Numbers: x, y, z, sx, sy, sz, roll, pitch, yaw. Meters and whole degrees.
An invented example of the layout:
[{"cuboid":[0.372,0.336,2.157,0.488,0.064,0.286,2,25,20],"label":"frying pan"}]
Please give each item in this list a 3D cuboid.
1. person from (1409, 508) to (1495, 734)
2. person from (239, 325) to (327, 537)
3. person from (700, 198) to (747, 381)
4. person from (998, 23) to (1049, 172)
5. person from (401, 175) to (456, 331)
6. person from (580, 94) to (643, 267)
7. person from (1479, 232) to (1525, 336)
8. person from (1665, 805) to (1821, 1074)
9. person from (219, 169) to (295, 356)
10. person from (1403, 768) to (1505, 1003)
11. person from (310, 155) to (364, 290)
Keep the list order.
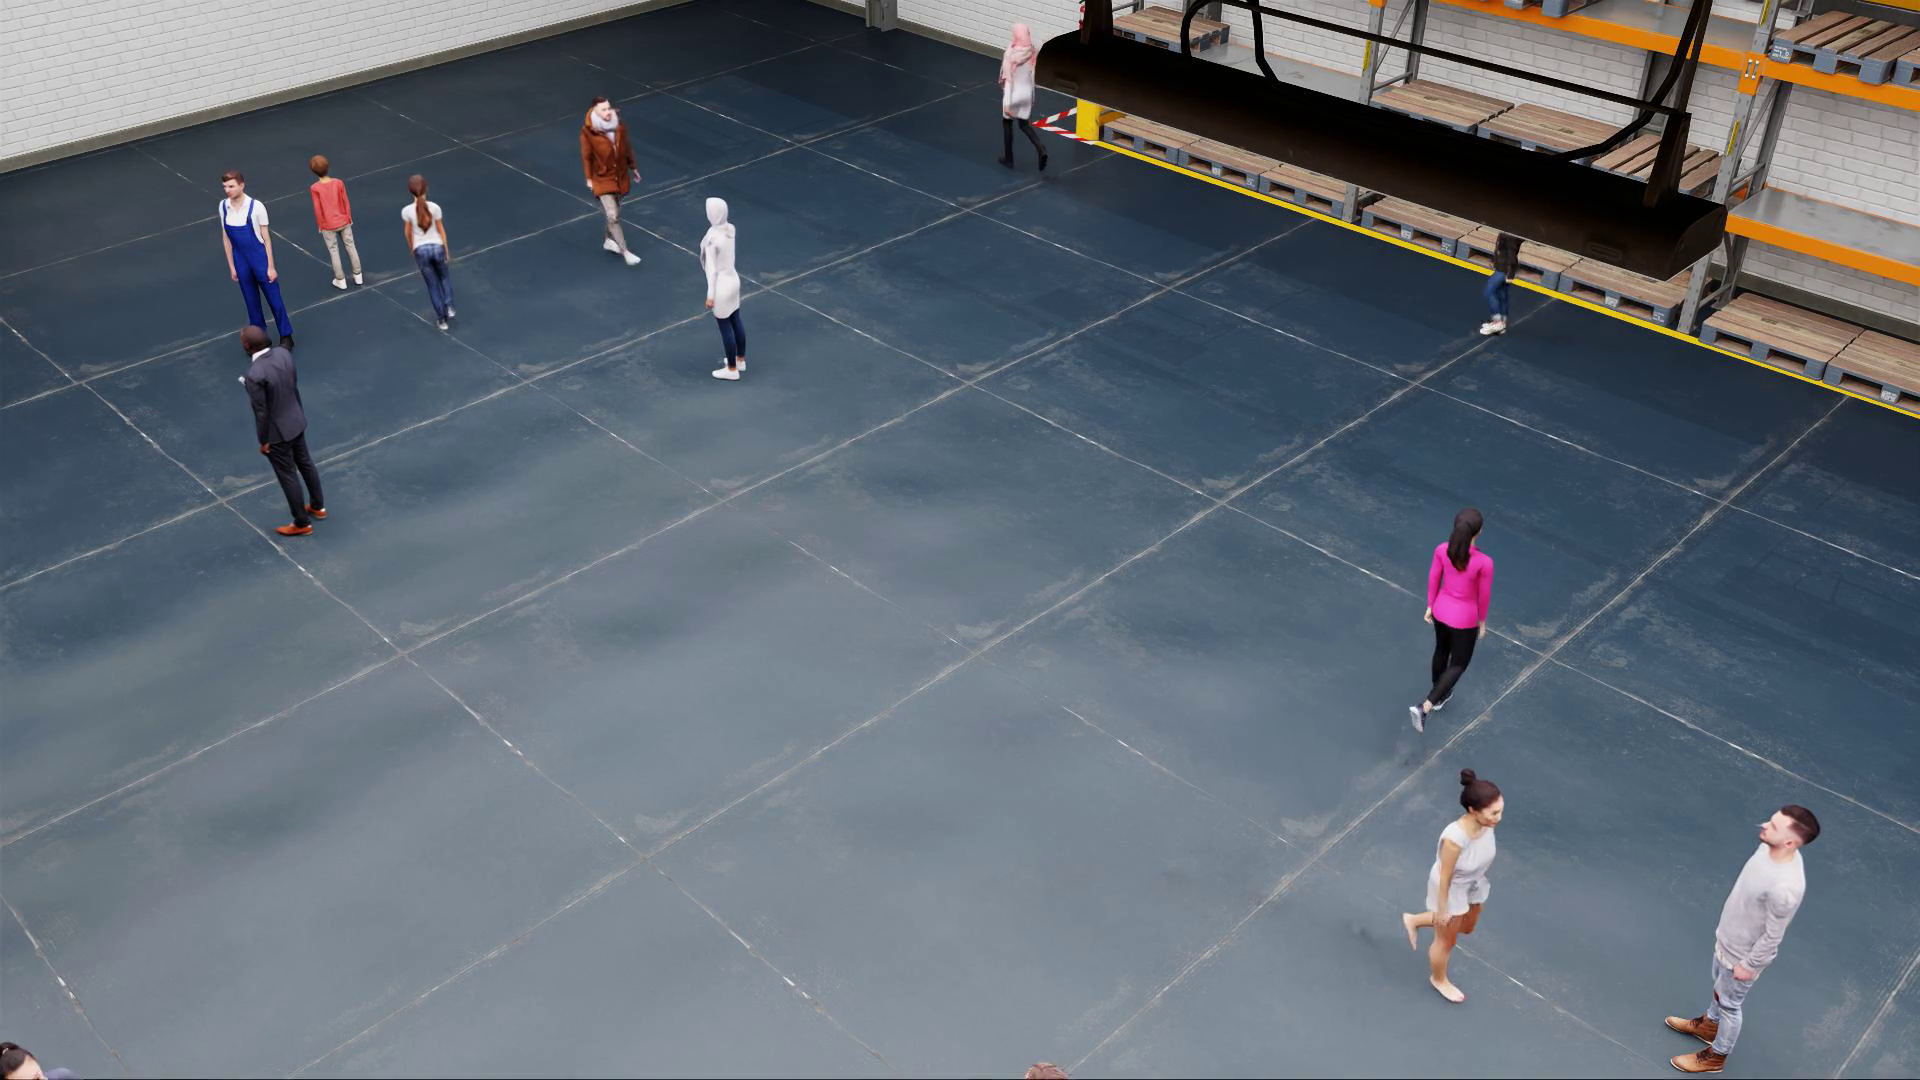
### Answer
[{"cuboid":[3.289,0.570,11.183,0.888,1.679,0.634,27,42,35],"label":"person"},{"cuboid":[-5.400,-0.888,13.246,0.775,1.824,0.785,9,35,13],"label":"person"},{"cuboid":[-2.184,-2.337,15.470,0.646,1.775,0.674,14,36,20],"label":"person"},{"cuboid":[0.761,-5.230,19.815,0.708,1.783,1.063,-24,40,-31],"label":"person"},{"cuboid":[-5.221,-2.810,16.388,0.649,1.547,0.744,-13,36,-19],"label":"person"},{"cuboid":[-3.783,-3.865,17.748,1.037,1.798,0.740,25,41,33],"label":"person"},{"cuboid":[5.412,-2.681,16.263,0.662,1.469,0.643,9,35,13],"label":"person"},{"cuboid":[4.141,2.088,8.754,0.763,1.841,0.770,8,34,12],"label":"person"},{"cuboid":[-6.751,-2.666,15.897,0.707,1.851,0.777,2,34,3],"label":"person"},{"cuboid":[2.709,1.880,9.269,0.633,1.617,0.770,-26,42,-33],"label":"person"},{"cuboid":[-6.481,-3.303,17.246,0.545,1.418,0.515,-21,39,-29],"label":"person"}]
